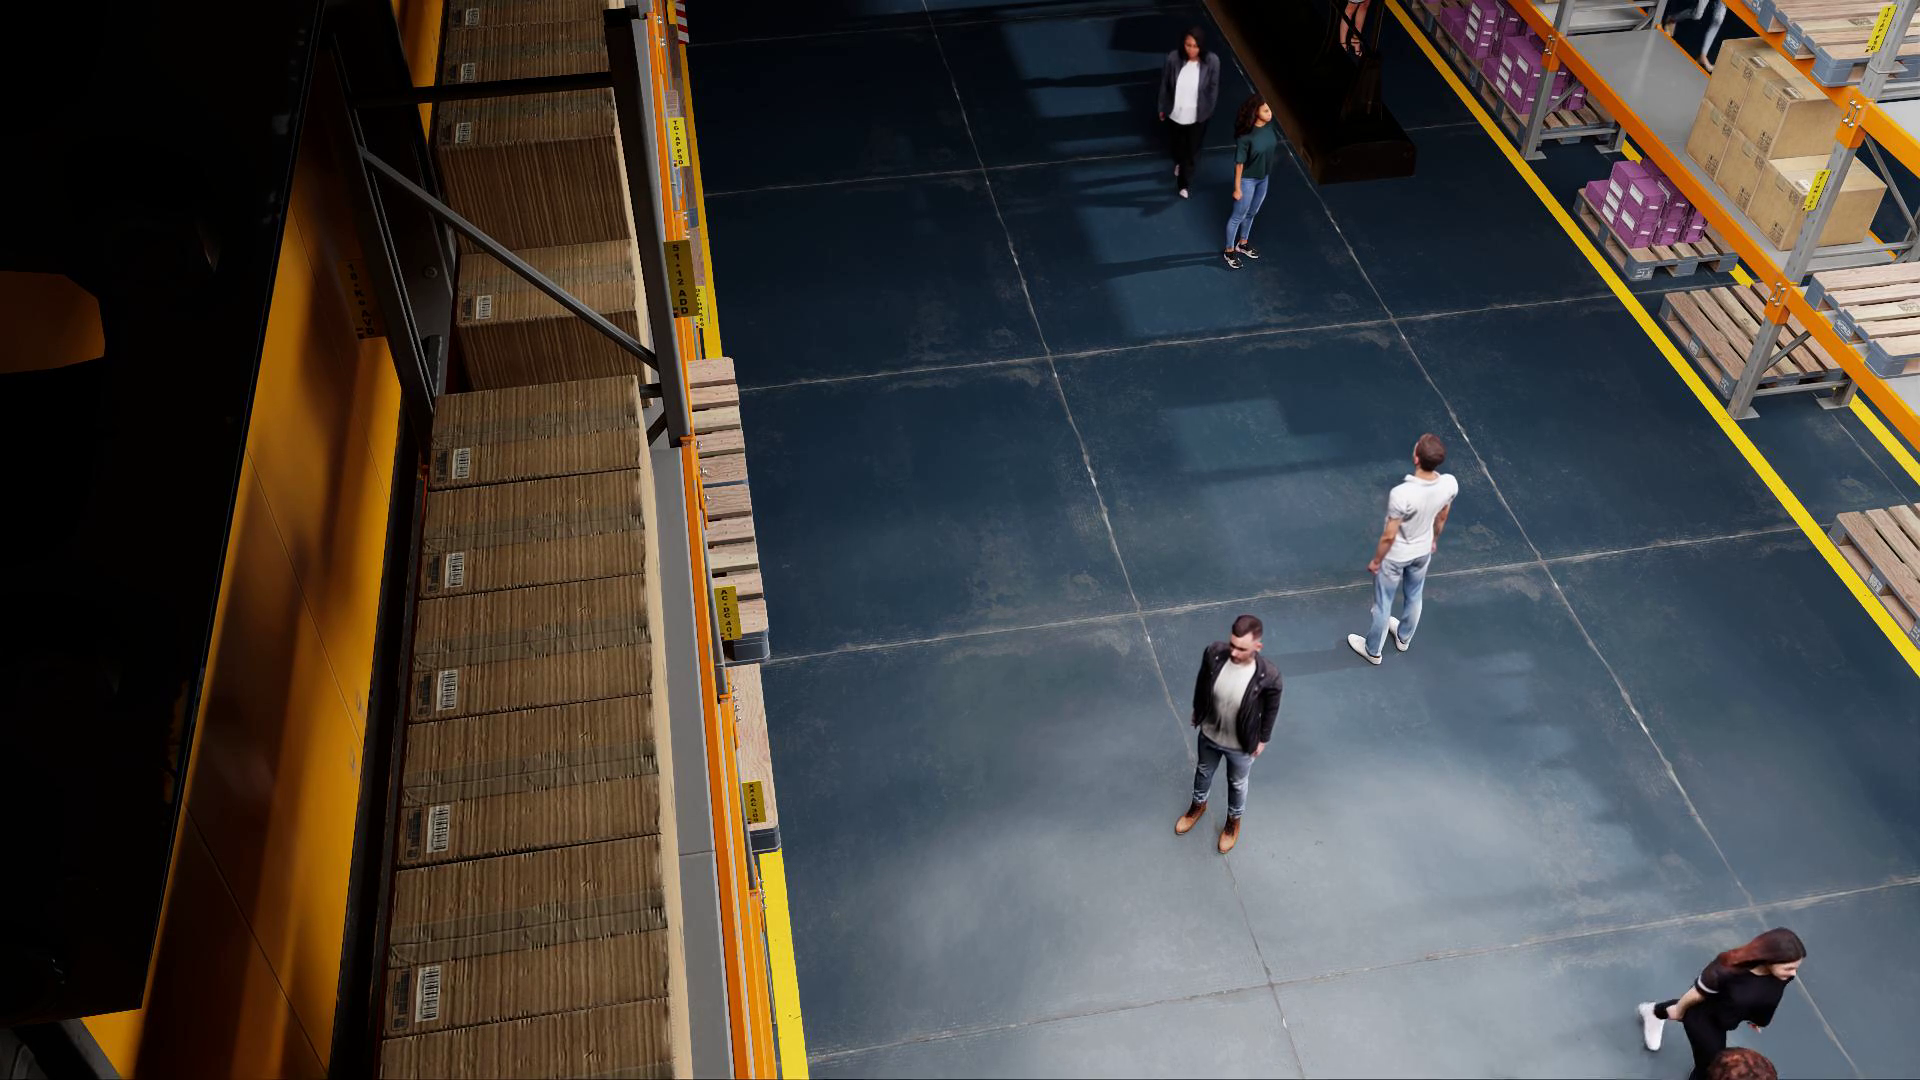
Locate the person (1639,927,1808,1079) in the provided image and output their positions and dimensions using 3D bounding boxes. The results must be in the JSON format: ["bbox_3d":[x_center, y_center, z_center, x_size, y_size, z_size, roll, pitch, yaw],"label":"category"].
[{"bbox_3d":[3.875,2.356,8.591,0.650,1.589,1.133,-5,44,-5],"label":"person"}]

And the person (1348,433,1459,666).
[{"bbox_3d":[2.899,0.069,10.801,0.705,1.851,0.628,-17,46,-17],"label":"person"}]

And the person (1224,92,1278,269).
[{"bbox_3d":[2.508,-3.121,14.321,0.709,1.616,0.743,-31,52,-28],"label":"person"}]

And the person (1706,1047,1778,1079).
[{"bbox_3d":[3.426,2.858,8.003,0.829,1.673,1.130,-21,47,-21],"label":"person"}]

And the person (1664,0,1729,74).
[{"bbox_3d":[7.650,-5.720,16.937,0.687,1.771,1.075,-13,45,-13],"label":"person"}]

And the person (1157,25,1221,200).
[{"bbox_3d":[2.093,-3.970,15.253,0.935,1.559,1.125,10,45,10],"label":"person"}]

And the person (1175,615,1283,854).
[{"bbox_3d":[1.578,1.103,9.727,0.731,1.837,0.776,23,48,22],"label":"person"}]

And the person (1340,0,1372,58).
[{"bbox_3d":[4.126,-5.777,16.958,0.670,1.823,0.672,-27,50,-25],"label":"person"}]
